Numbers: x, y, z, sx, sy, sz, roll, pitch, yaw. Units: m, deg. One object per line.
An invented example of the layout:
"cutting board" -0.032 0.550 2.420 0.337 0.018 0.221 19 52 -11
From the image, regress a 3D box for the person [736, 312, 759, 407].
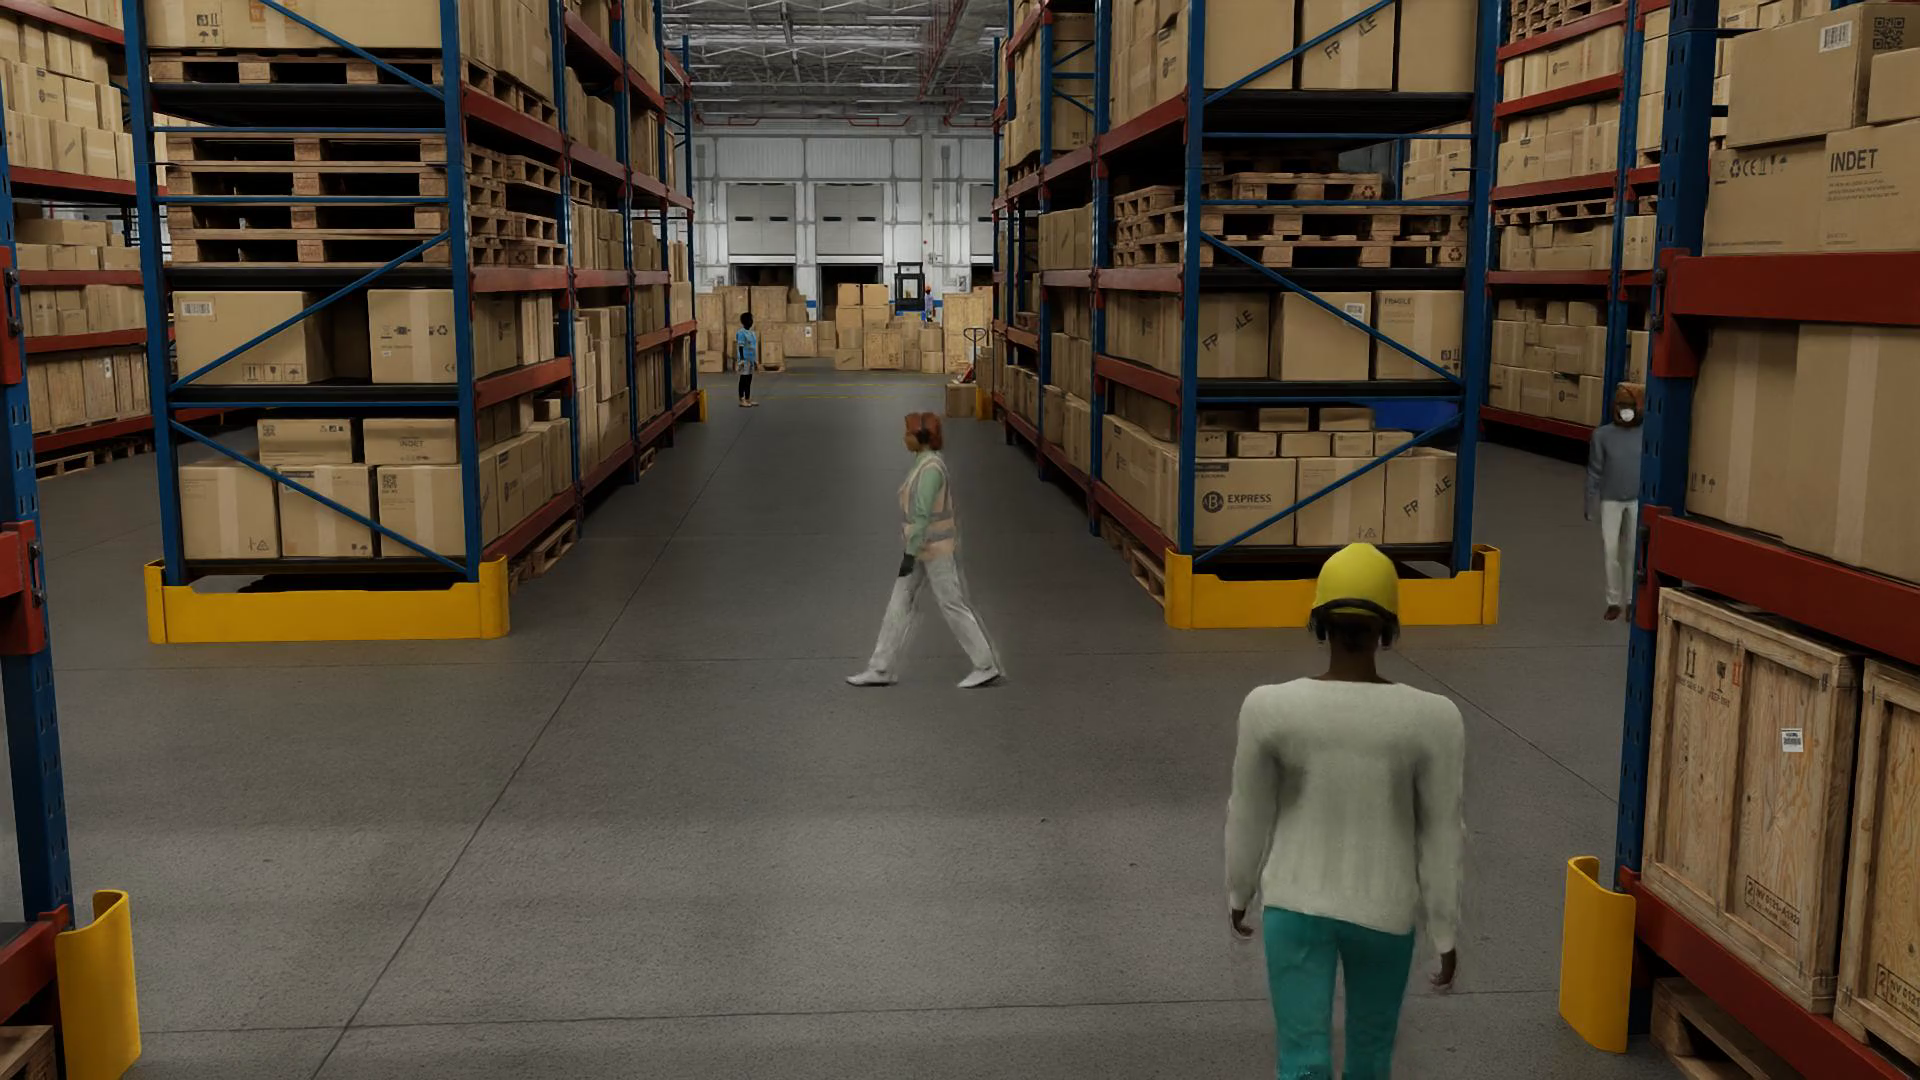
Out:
"person" -3.812 -3.227 29.788 0.318 1.699 0.533 3 10 19

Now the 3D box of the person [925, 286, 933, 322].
"person" -1.275 -9.266 66.960 0.361 1.939 0.543 -4 10 -24

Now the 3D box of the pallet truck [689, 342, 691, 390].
"pallet truck" -5.225 -3.008 27.480 1.885 1.965 0.823 2 9 14

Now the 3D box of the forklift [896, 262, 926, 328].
"forklift" -1.780 -8.547 59.498 1.129 2.768 1.873 -1 9 -4

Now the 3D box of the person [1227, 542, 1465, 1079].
"person" 0.925 0.856 4.052 0.547 1.717 0.877 2 9 12

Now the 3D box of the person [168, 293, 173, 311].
"person" -29.624 -8.610 62.717 0.400 1.987 0.608 0 9 -3

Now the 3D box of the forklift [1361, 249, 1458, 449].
"forklift" 5.827 -2.662 22.547 1.873 2.768 1.129 8 12 40

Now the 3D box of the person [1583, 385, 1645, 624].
"person" 4.483 -0.234 11.244 0.521 1.615 0.512 5 10 29

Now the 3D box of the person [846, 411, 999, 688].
"person" -0.185 0.066 9.434 0.859 1.598 0.512 -2 9 -13
